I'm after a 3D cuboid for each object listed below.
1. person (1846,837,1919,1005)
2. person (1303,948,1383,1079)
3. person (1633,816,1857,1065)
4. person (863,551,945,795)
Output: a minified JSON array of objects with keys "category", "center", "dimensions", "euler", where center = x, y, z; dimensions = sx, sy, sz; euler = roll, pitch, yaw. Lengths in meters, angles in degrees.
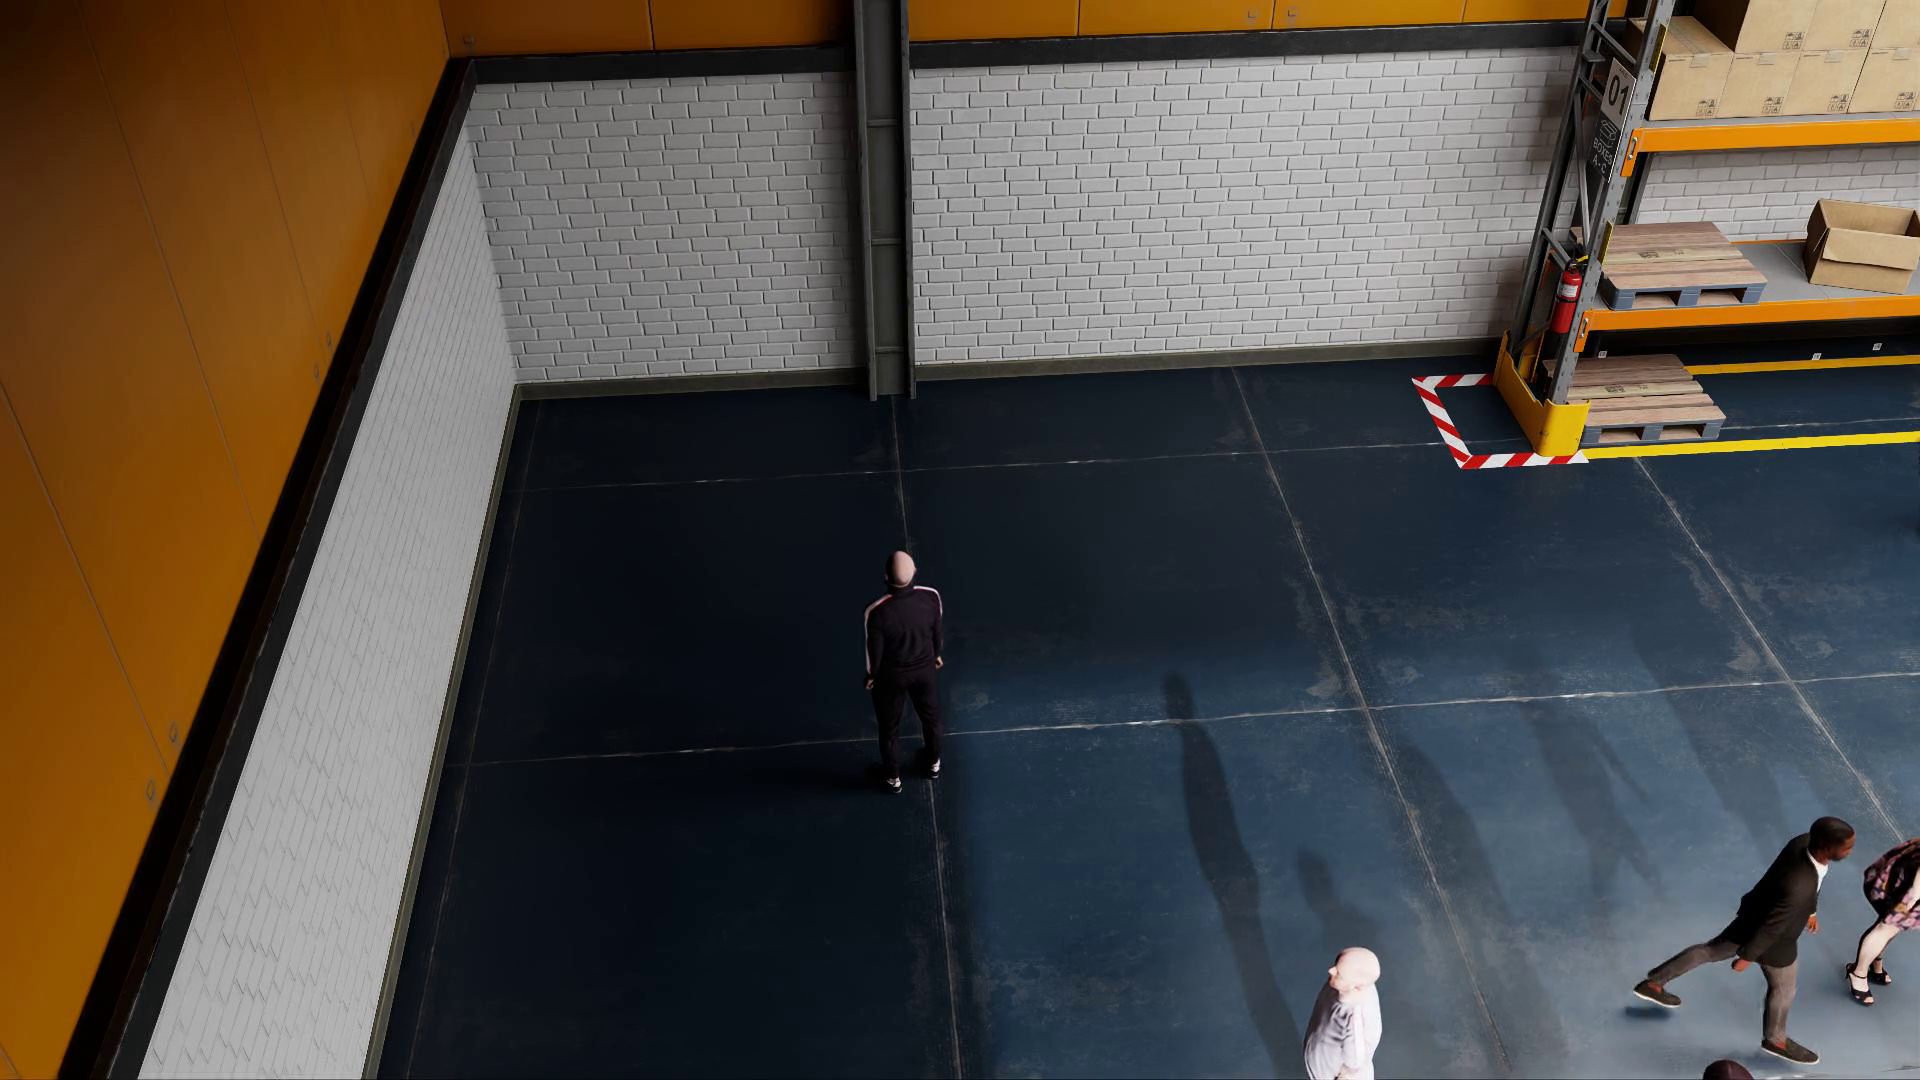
[{"category":"person","center":[5.211,1.840,8.997],"dimensions":[0.766,1.773,0.847],"euler":[-23,44,-26]},{"category":"person","center":[1.828,2.585,8.018],"dimensions":[0.637,1.830,0.688],"euler":[3,39,4]},{"category":"person","center":[4.141,2.046,8.754],"dimensions":[1.313,1.754,1.076],"euler":[15,41,18]},{"category":"person","center":[-0.335,0.815,10.228],"dimensions":[0.644,1.837,0.807],"euler":[-16,41,-19]}]
